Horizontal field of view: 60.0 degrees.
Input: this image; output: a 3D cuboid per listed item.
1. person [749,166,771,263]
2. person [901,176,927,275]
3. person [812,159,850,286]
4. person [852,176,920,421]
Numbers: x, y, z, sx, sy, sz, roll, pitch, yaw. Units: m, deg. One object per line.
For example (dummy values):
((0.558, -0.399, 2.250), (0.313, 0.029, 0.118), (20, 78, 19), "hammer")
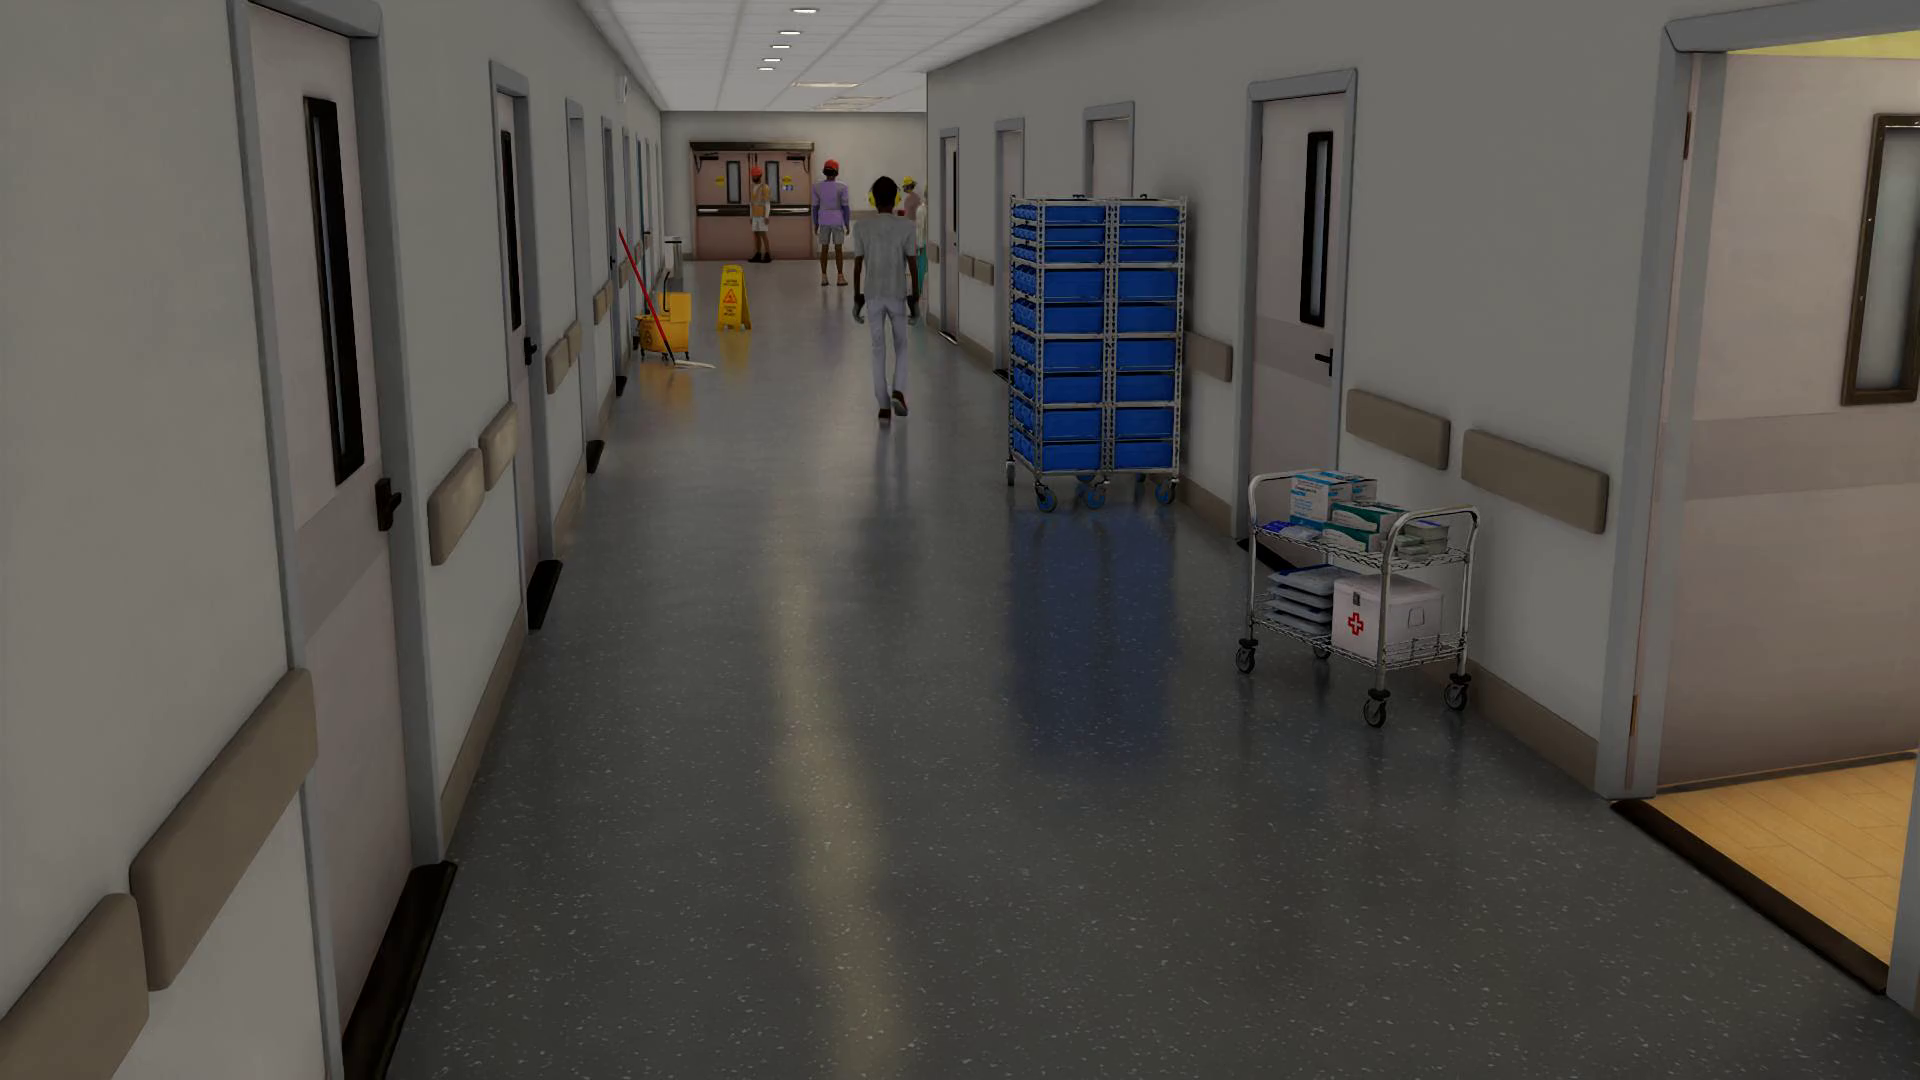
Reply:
((-4.049, -6.533, 33.402), (0.381, 1.933, 0.552), (-12, 18, -44), "person")
((-0.812, -5.573, 29.539), (0.506, 1.745, 0.537), (5, 14, 21), "person")
((-2.086, -5.162, 27.068), (0.614, 2.043, 0.373), (2, 13, 8), "person")
((-0.567, -1.835, 12.718), (0.529, 1.850, 0.403), (0, 13, -2), "person")
